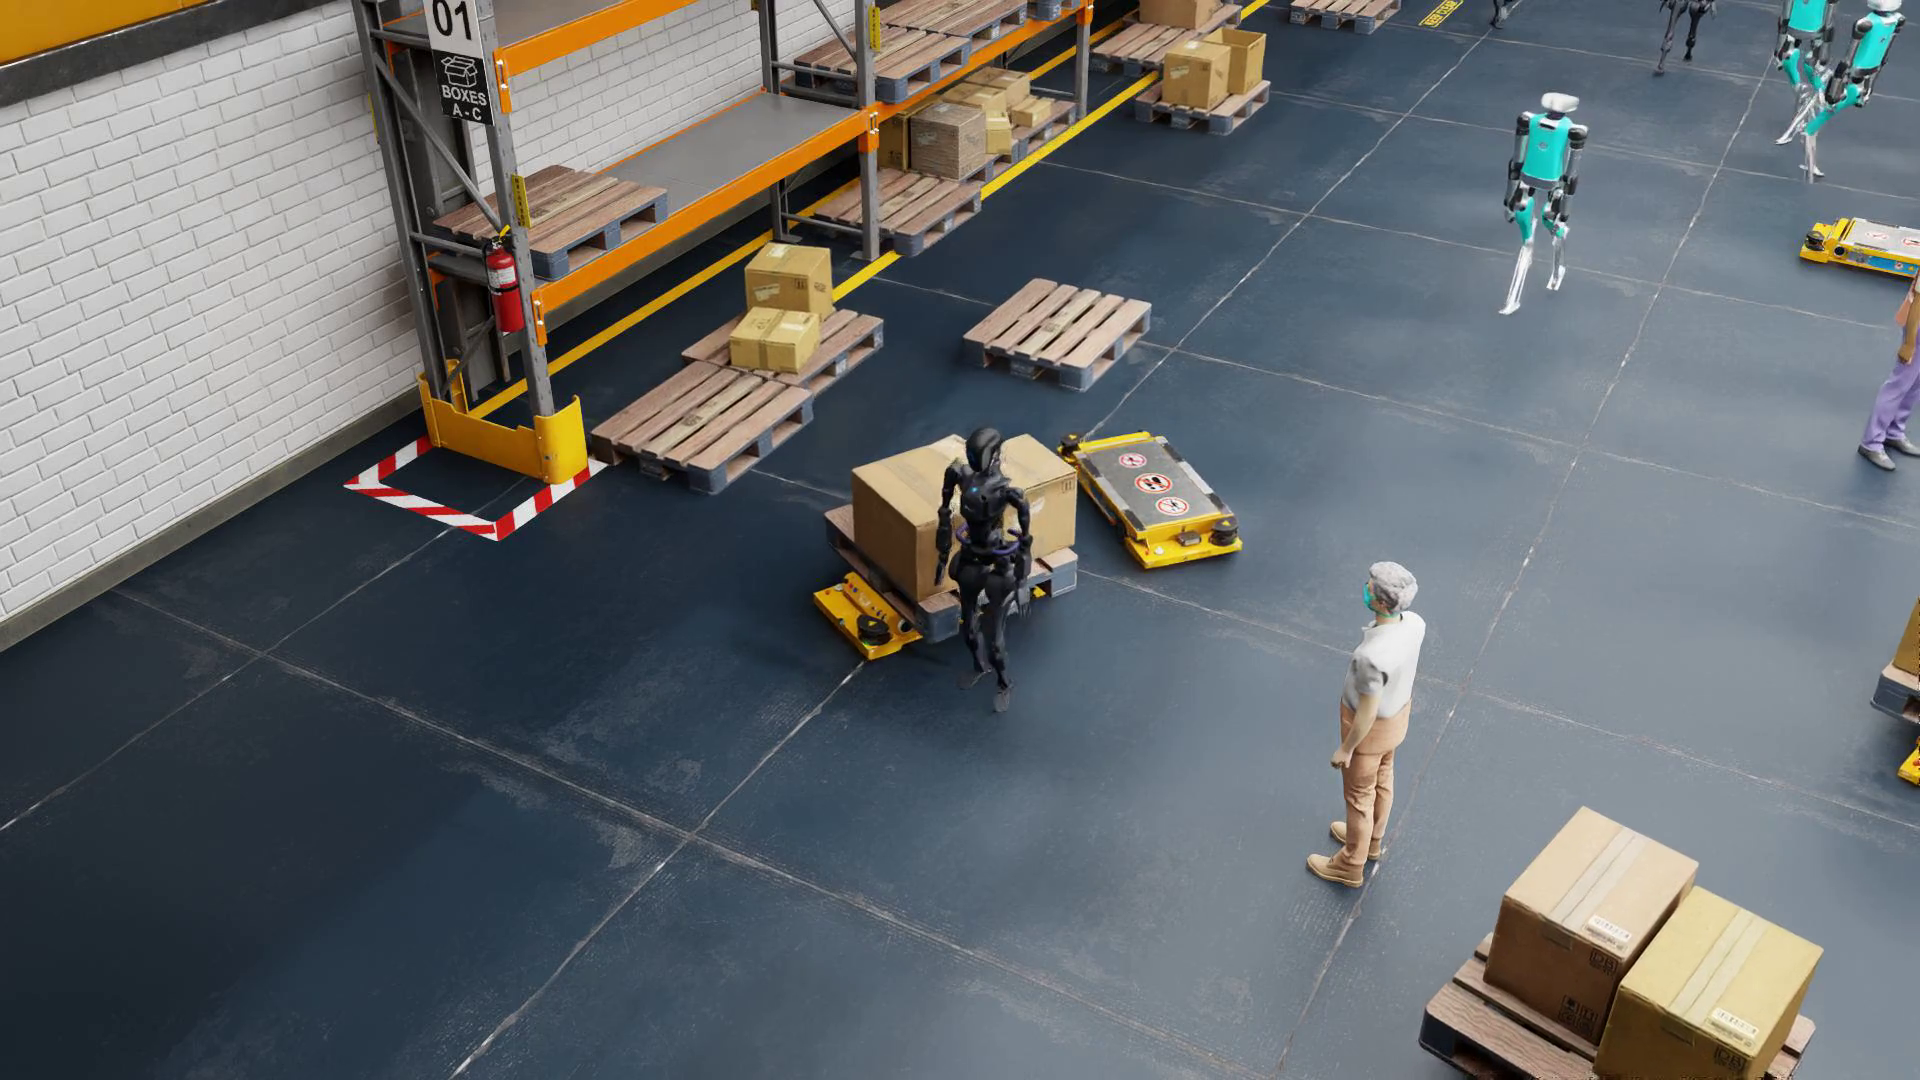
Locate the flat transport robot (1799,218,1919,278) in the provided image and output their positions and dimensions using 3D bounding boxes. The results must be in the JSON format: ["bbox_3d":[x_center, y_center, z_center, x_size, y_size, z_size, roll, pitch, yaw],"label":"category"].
[{"bbox_3d":[7.771,-2.361,13.719,1.431,0.231,0.659,20,38,27],"label":"flat transport robot"}]

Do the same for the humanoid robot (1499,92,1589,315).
[{"bbox_3d":[4.587,-2.660,12.866,0.539,1.774,0.948,25,41,32],"label":"humanoid robot"}]

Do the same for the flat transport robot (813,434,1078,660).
[{"bbox_3d":[-0.081,0.246,9.776,1.431,0.231,0.659,-20,38,-27],"label":"flat transport robot"}]

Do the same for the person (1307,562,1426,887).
[{"bbox_3d":[1.860,0.835,7.543,0.319,1.748,0.482,23,40,31],"label":"person"}]

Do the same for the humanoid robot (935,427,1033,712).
[{"bbox_3d":[0.140,0.131,8.675,0.598,1.645,0.354,19,38,26],"label":"humanoid robot"}]

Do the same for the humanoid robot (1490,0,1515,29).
[{"bbox_3d":[6.318,-6.739,19.059,0.600,1.645,0.465,-5,34,-8],"label":"humanoid robot"}]

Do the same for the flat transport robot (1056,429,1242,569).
[{"bbox_3d":[1.184,-0.309,10.615,0.659,0.231,1.431,-11,35,-16],"label":"flat transport robot"}]

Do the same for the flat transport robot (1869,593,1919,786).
[{"bbox_3d":[5.505,0.998,8.637,1.431,0.231,0.659,-28,42,-35],"label":"flat transport robot"}]

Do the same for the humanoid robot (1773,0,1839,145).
[{"bbox_3d":[8.159,-4.638,15.891,0.856,1.851,0.560,-20,38,-28],"label":"humanoid robot"}]

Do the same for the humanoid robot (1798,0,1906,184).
[{"bbox_3d":[7.873,-4.047,15.000,0.530,1.841,0.771,-14,36,-20],"label":"humanoid robot"}]

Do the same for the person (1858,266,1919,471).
[{"bbox_3d":[6.263,-1.354,10.769,0.568,1.840,0.372,-20,38,-27],"label":"person"}]

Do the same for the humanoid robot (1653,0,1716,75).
[{"bbox_3d":[7.782,-5.784,17.675,0.592,1.635,0.792,22,39,29],"label":"humanoid robot"}]

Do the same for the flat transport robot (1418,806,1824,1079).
[{"bbox_3d":[2.637,2.186,6.841,0.659,0.231,1.431,27,42,34],"label":"flat transport robot"}]
